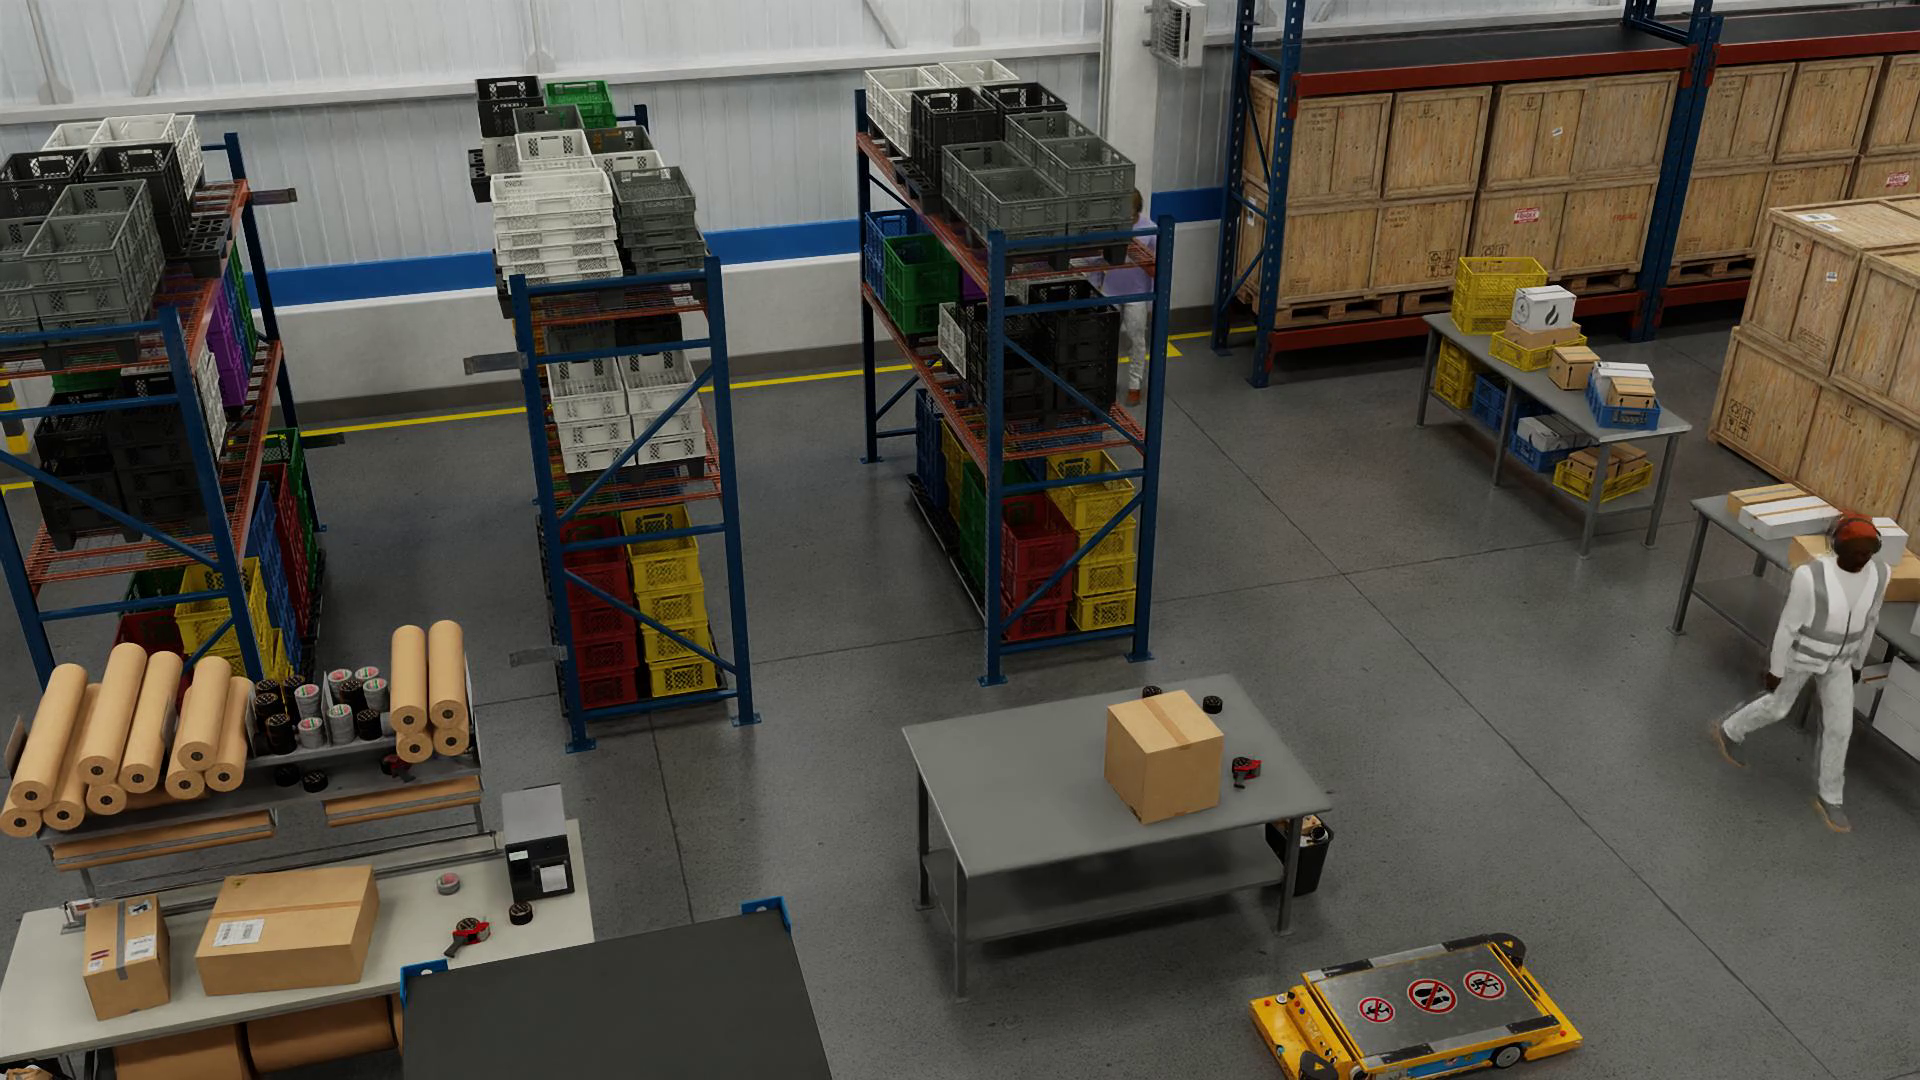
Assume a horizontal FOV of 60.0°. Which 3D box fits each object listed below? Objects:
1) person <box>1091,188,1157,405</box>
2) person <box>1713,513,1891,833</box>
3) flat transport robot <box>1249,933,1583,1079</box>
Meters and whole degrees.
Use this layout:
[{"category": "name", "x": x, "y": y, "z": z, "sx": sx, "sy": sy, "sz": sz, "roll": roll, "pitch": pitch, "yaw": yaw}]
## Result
[{"category": "person", "x": 1.411, "y": -2.098, "z": 14.232, "sx": 0.635, "sy": 1.937, "sz": 0.352, "roll": 13, "pitch": 31, "yaw": 22}, {"category": "person", "x": 4.810, "y": 0.641, "z": 9.352, "sx": 0.591, "sy": 1.831, "sz": 0.925, "roll": -4, "pitch": 29, "yaw": -7}, {"category": "flat transport robot", "x": 2.184, "y": 2.282, "z": 7.980, "sx": 1.431, "sy": 0.197, "sz": 0.652, "roll": -8, "pitch": 30, "yaw": -14}]
